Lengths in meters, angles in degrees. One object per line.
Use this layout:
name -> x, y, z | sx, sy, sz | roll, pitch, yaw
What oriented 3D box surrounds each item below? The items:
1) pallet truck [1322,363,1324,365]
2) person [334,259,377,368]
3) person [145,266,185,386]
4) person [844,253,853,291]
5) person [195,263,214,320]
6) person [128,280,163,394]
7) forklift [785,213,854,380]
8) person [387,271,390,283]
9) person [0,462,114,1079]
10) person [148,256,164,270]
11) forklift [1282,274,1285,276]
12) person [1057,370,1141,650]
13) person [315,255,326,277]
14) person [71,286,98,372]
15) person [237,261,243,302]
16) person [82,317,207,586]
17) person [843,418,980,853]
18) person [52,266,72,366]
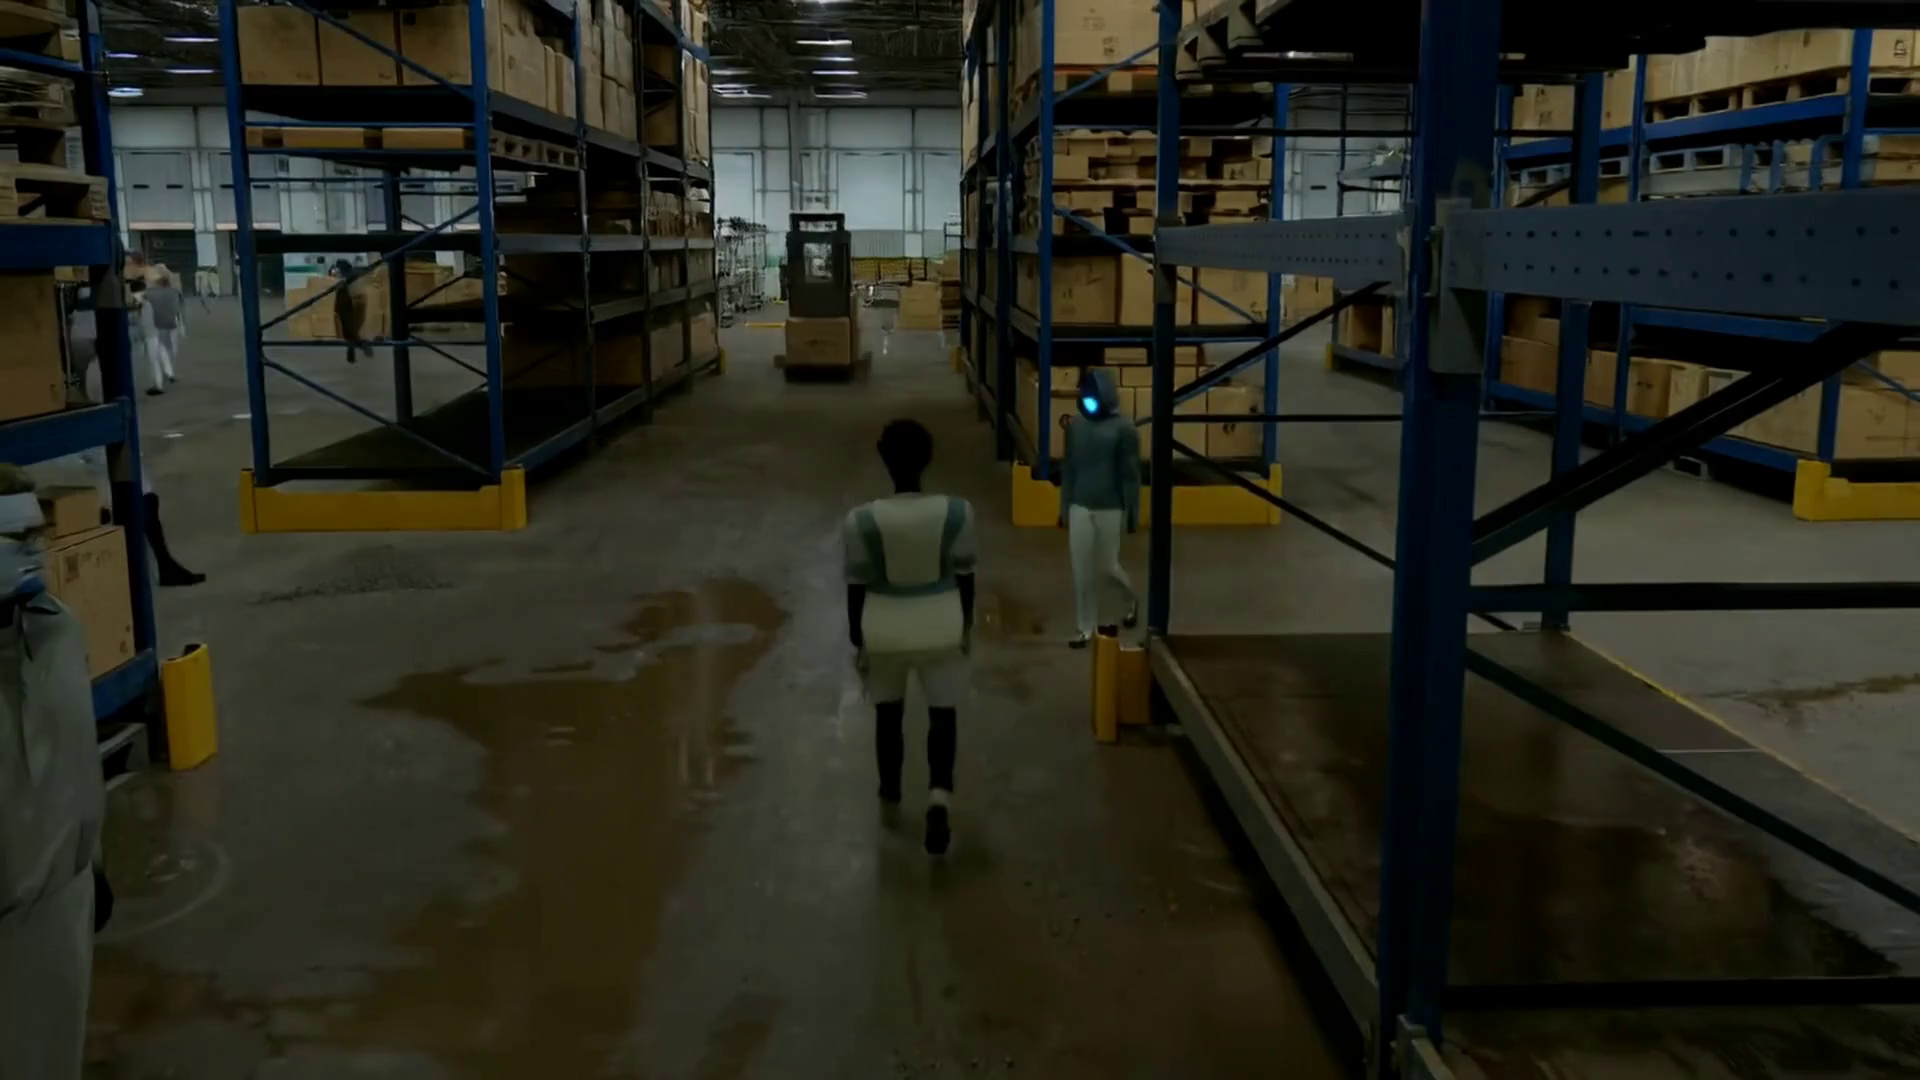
pallet truck -> 7.712, -4.157, 30.737 | 1.885, 1.965, 0.823 | 3, 11, 16
person -> -11.367, -4.232, 31.037 | 0.704, 2.000, 0.616 | 9, 13, 40
person -> -13.054, -3.505, 27.207 | 0.619, 1.962, 0.835 | -8, 13, -39
person -> -4.219, -9.840, 62.666 | 0.890, 1.908, 0.552 | -5, 11, -25
person -> -22.697, -7.441, 49.891 | 0.912, 1.692, 0.502 | 9, 14, 42
person -> -12.578, -3.122, 25.668 | 0.377, 1.754, 0.539 | -5, 11, -25
forklift -> -2.404, -4.166, 28.327 | 1.129, 2.768, 1.873 | 0, 10, -2
person -> -18.747, -8.403, 55.257 | 0.321, 1.692, 0.534 | 10, 14, 44
person -> -2.032, 0.773, 3.573 | 0.395, 1.899, 0.641 | 1, 10, 4
person -> -28.443, -9.107, 58.771 | 0.640, 1.844, 0.429 | 3, 11, 18
forklift -> 12.240, -10.302, 62.509 | 1.129, 2.768, 1.873 | 0, 10, -2
person -> 0.826, -0.186, 9.679 | 0.504, 1.619, 0.523 | 7, 12, 33
person -> -20.978, -8.357, 54.415 | 0.855, 1.912, 0.632 | -8, 13, -38
person -> -11.671, -2.535, 22.387 | 0.530, 1.755, 0.401 | 0, 10, 2
person -> -27.923, -10.263, 65.015 | 0.789, 1.893, 0.606 | 4, 11, 21
person -> -5.696, -0.581, 11.127 | 0.977, 1.895, 0.559 | -3, 11, -15
person -> -0.183, 0.369, 6.408 | 0.539, 1.677, 0.656 | -1, 10, -4
person -> -17.117, -4.243, 31.325 | 0.600, 1.959, 0.383 | 3, 11, 15
